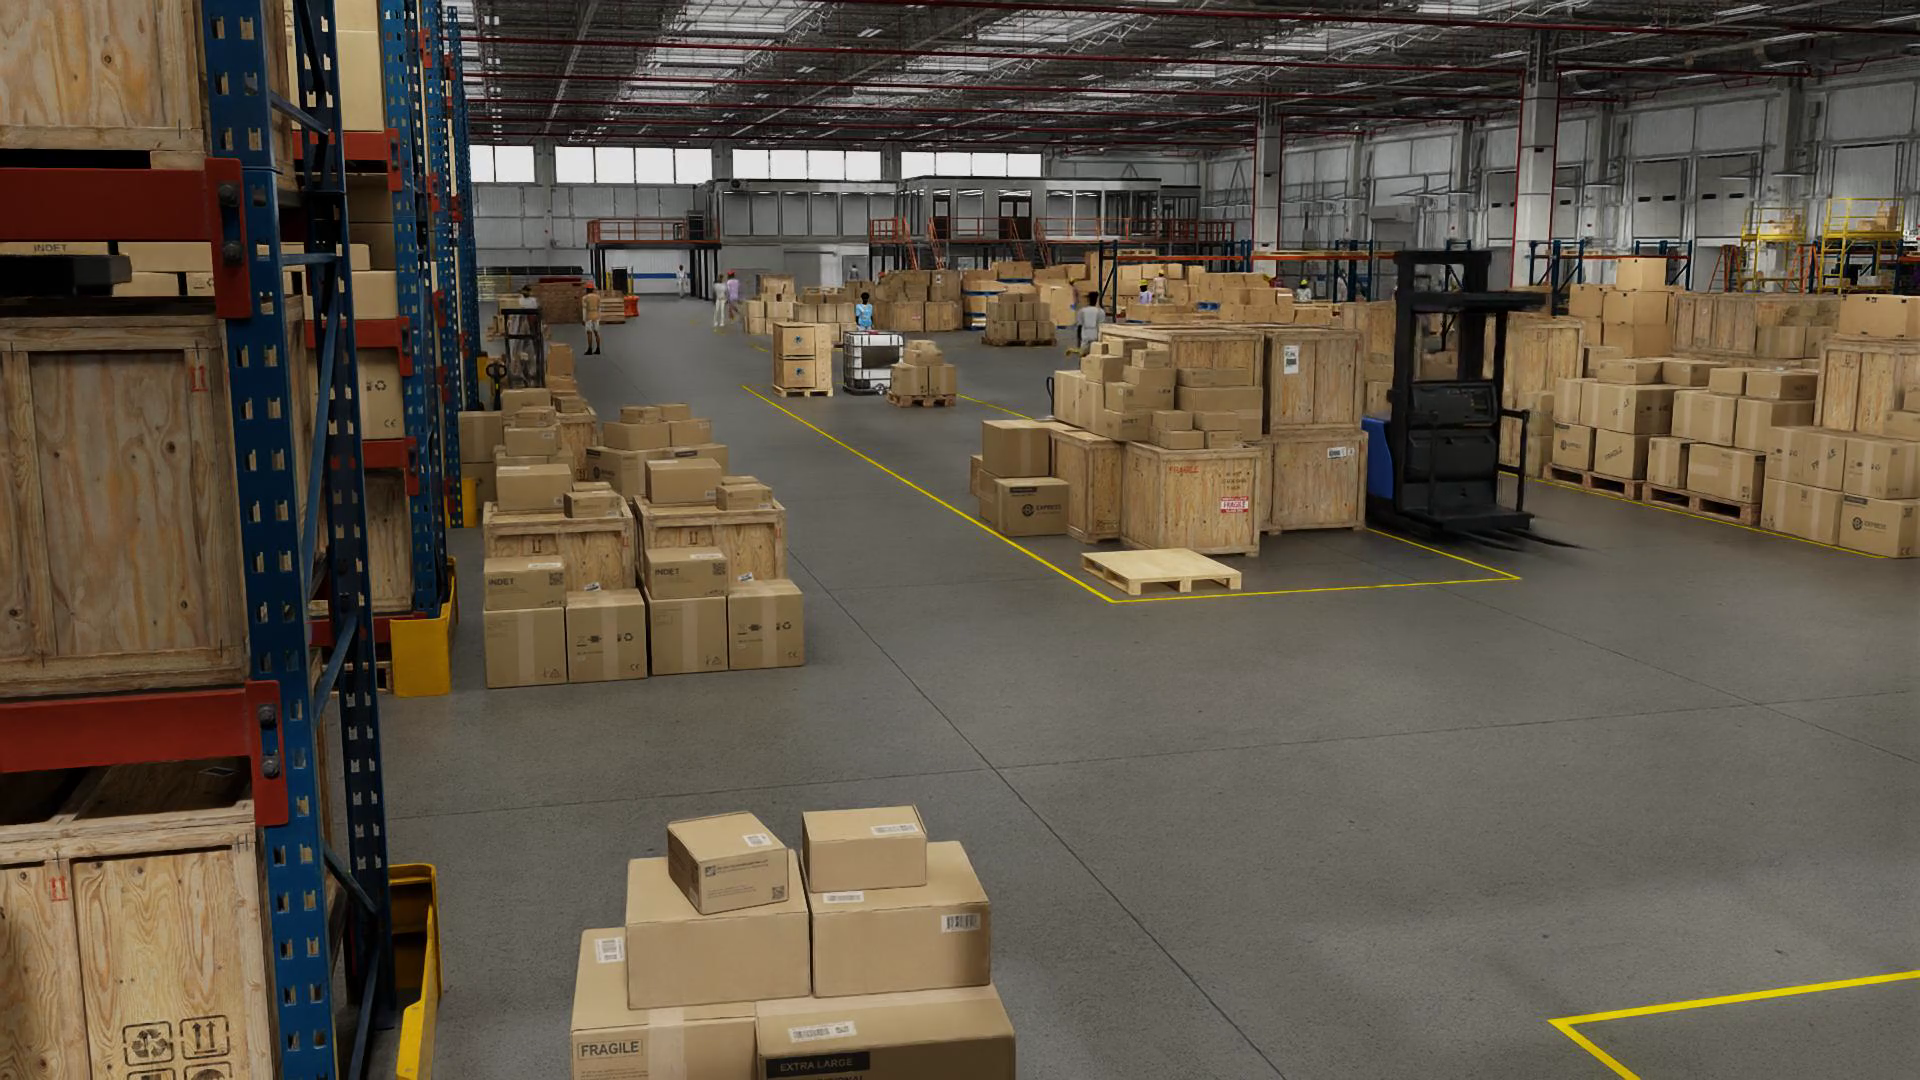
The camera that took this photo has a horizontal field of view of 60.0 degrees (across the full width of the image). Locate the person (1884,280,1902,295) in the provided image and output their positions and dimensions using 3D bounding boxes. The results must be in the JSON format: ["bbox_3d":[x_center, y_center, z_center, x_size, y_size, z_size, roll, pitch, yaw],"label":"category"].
[{"bbox_3d":[26.666,-6.473,47.526,0.543,1.928,0.372,-3,10,-16],"label":"person"}]

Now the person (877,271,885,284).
[{"bbox_3d":[-2.789,-8.645,59.700,0.433,1.981,0.631,7,12,36],"label":"person"}]

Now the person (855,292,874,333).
[{"bbox_3d":[-2.458,-5.523,42.812,0.533,1.693,0.319,-7,12,-35],"label":"person"}]

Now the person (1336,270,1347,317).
[{"bbox_3d":[14.864,-9.543,64.875,0.628,1.940,0.373,-7,12,-34],"label":"person"}]

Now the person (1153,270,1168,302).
[{"bbox_3d":[8.372,-10.323,69.510,0.606,1.854,1.020,3,10,15],"label":"person"}]

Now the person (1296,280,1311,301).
[{"bbox_3d":[11.963,-8.200,57.922,0.495,1.713,0.837,3,10,15],"label":"person"}]

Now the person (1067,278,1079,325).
[{"bbox_3d":[3.960,-8.545,59.767,0.558,1.734,0.764,-5,11,-27],"label":"person"}]

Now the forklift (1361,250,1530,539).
[{"bbox_3d":[4.828,-1.541,16.901,1.129,2.768,1.873,-3,10,-15],"label":"forklift"}]

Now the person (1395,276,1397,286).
[{"bbox_3d":[19.499,-11.067,73.567,0.607,1.920,0.820,5,11,27],"label":"person"}]

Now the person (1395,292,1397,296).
[{"bbox_3d":[9.960,-4.726,37.826,0.597,1.862,1.011,7,12,35],"label":"person"}]

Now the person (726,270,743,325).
[{"bbox_3d":[-8.287,-8.876,60.851,0.582,2.024,0.632,9,13,42],"label":"person"}]

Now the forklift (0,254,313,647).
[{"bbox_3d":[-4.164,0.041,7.939,1.873,2.768,1.129,-3,10,-15],"label":"forklift"}]

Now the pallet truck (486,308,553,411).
[{"bbox_3d":[-6.242,-2.418,24.362,0.823,1.965,1.885,1,10,3],"label":"pallet truck"}]

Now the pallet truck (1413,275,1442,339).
[{"bbox_3d":[14.620,-7.324,52.145,0.823,1.965,1.885,8,13,40],"label":"pallet truck"}]

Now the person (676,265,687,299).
[{"bbox_3d":[-15.235,-14.142,91.125,0.600,1.862,0.581,-3,10,-16],"label":"person"}]

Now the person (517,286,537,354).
[{"bbox_3d":[-11.517,-5.844,44.286,0.526,1.834,0.992,2,10,9],"label":"person"}]

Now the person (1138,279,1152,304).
[{"bbox_3d":[5.358,-6.618,48.391,0.396,1.919,0.581,-6,11,-29],"label":"person"}]

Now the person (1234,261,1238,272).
[{"bbox_3d":[16.188,-15.473,98.291,0.609,1.996,0.383,-9,14,-42],"label":"person"}]

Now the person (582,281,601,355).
[{"bbox_3d":[-9.782,-5.880,44.125,0.551,1.942,0.344,-10,14,-44],"label":"person"}]

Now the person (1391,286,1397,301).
[{"bbox_3d":[14.853,-7.922,56.059,0.626,1.818,0.856,-1,10,-7],"label":"person"}]

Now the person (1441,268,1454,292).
[{"bbox_3d":[21.405,-10.971,72.953,0.551,1.940,0.349,7,12,36],"label":"person"}]

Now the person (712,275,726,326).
[{"bbox_3d":[-8.717,-8.665,60.178,0.533,1.853,0.501,-4,11,-20],"label":"person"}]

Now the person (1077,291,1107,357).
[{"bbox_3d":[2.780,-4.254,34.893,0.629,1.944,0.448,3,10,17],"label":"person"}]

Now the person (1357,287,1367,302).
[{"bbox_3d":[12.031,-6.723,49.708,0.873,1.659,0.539,-5,11,-24],"label":"person"}]
